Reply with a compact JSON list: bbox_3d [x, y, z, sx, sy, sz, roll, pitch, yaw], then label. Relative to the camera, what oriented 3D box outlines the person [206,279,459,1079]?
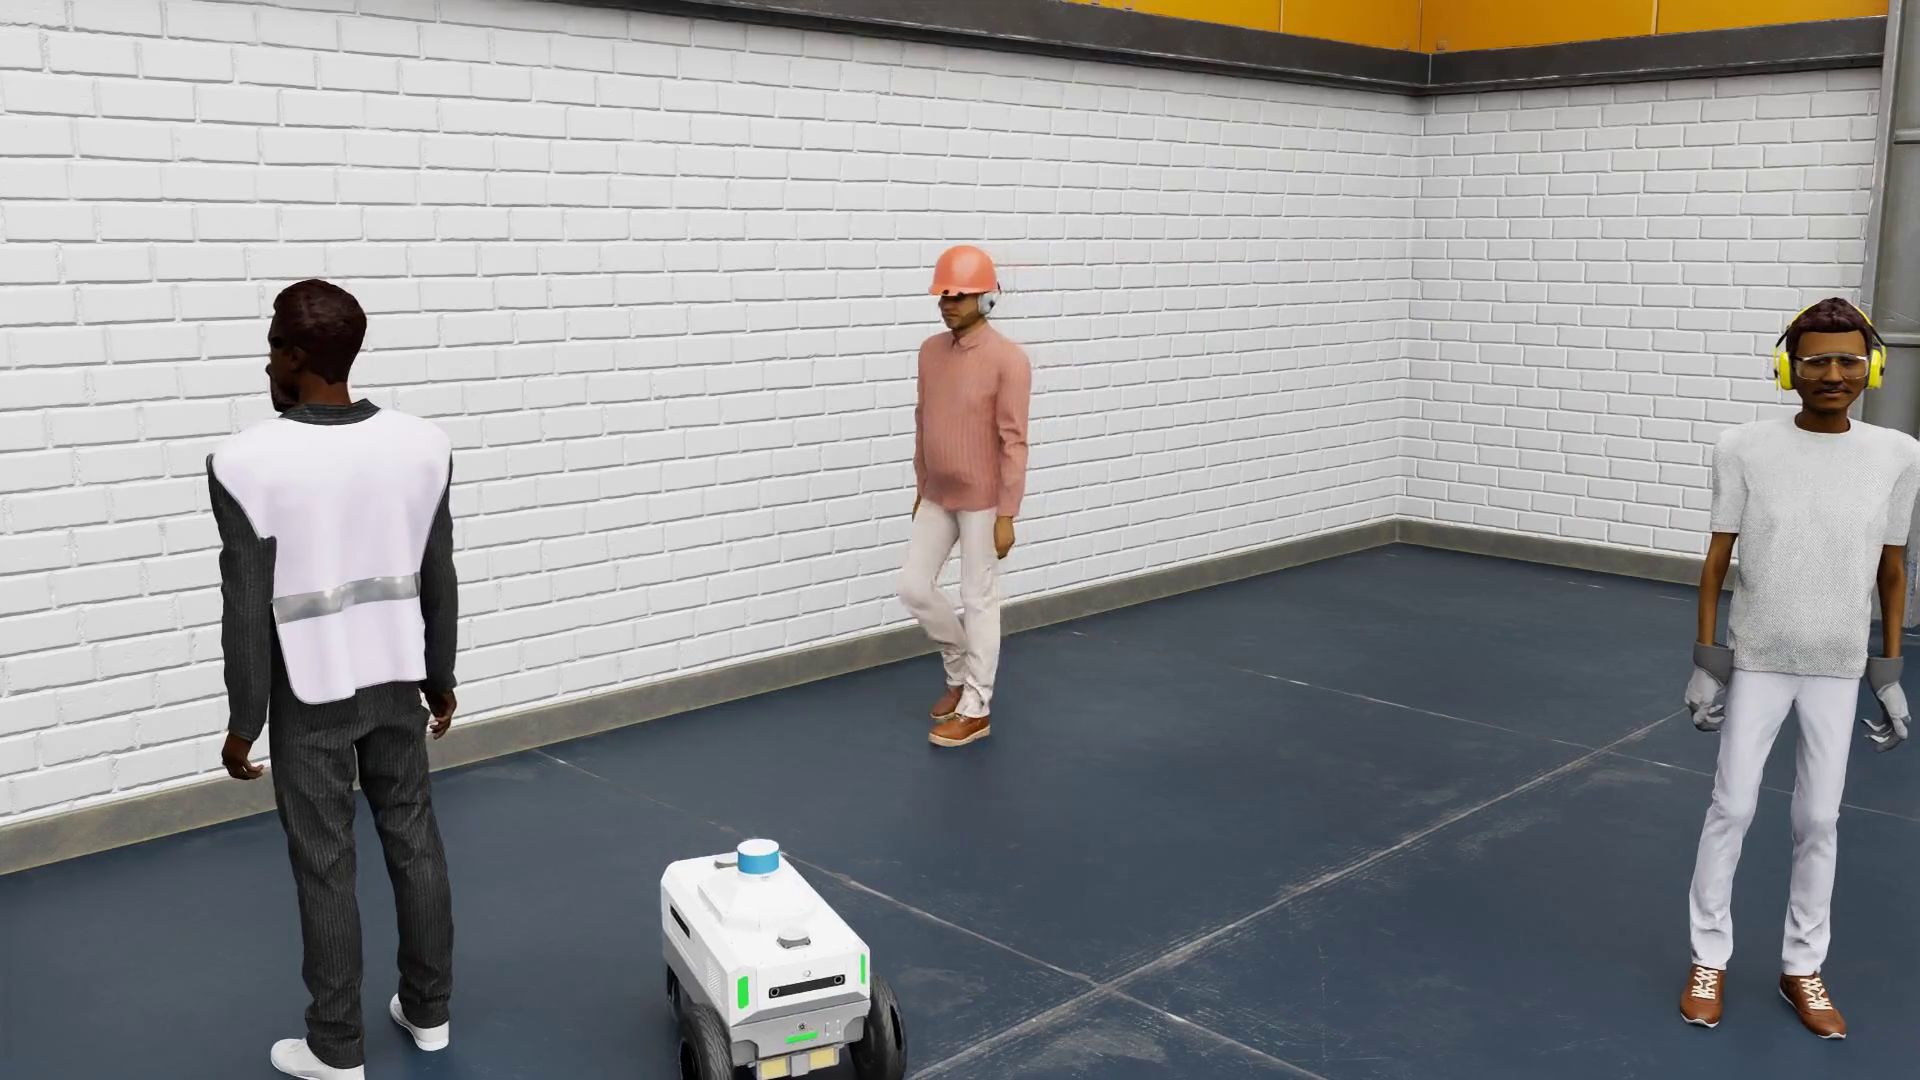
[{"bbox_3d":[-1.459,0.349,3.968,0.383,1.921,0.597,9,14,40],"label":"person"}]

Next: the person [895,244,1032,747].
[{"bbox_3d":[0.022,-0.164,6.584,0.420,1.982,0.649,-10,14,-43],"label":"person"}]

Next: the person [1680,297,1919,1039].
[{"bbox_3d":[2.122,0.331,4.203,0.521,1.873,0.328,3,11,14],"label":"person"}]

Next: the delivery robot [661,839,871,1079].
[{"bbox_3d":[-0.487,0.972,4.044,0.477,0.478,0.707,-5,11,-24],"label":"delivery robot"}]
